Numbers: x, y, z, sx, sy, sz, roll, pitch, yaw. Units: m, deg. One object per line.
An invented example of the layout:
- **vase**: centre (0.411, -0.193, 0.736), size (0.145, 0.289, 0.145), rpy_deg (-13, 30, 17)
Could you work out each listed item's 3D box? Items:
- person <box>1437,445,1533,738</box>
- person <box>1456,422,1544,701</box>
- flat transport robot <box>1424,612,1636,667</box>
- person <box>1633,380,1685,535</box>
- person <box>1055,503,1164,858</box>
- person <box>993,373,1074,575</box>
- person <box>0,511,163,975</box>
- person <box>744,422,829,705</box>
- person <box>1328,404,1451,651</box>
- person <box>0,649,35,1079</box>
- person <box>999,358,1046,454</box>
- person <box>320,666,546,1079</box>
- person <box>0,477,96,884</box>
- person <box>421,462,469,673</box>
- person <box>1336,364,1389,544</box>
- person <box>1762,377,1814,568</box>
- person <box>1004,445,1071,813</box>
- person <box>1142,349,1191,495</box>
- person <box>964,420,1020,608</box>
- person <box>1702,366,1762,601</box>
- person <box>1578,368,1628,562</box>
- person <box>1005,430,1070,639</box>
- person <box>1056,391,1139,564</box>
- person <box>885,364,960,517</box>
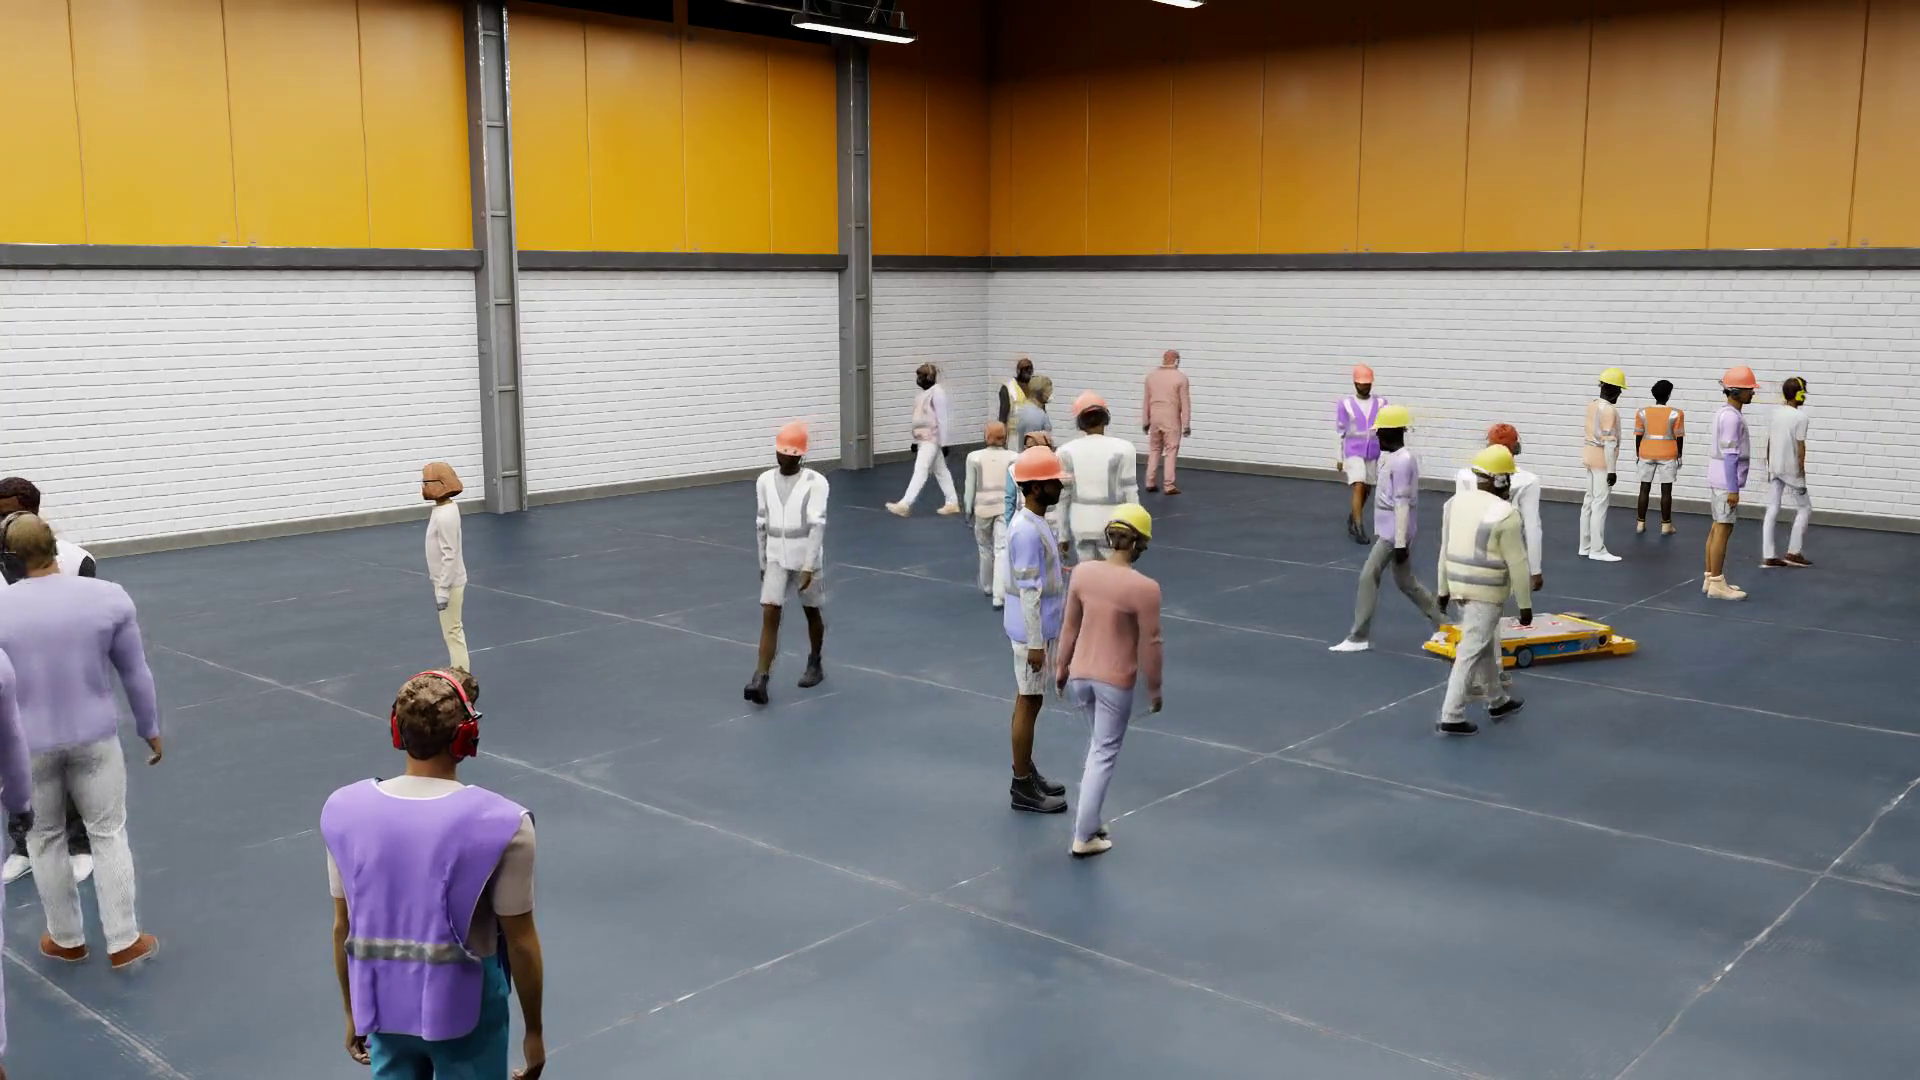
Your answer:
- **person**: centre (3.306, 0.311, 10.275), size (0.875, 1.790, 0.624), rpy_deg (-4, 10, -22)
- **person**: centre (3.628, 0.138, 11.169), size (0.787, 1.843, 0.589), rpy_deg (-7, 11, -36)
- **flat transport robot**: centre (4.246, 0.734, 12.391), size (1.431, 0.197, 0.652), rpy_deg (-4, 10, -23)
- **person**: centre (7.655, -0.906, 18.227), size (0.535, 1.697, 0.318), rpy_deg (6, 11, 35)
- **person**: centre (0.742, 0.684, 8.117), size (0.549, 1.720, 0.546), rpy_deg (9, 12, 43)
- **person**: centre (0.662, -0.605, 15.631), size (0.787, 1.921, 0.634), rpy_deg (1, 9, 8)
- **person**: centre (-3.612, 0.828, 6.734), size (0.729, 1.903, 0.529), rpy_deg (-6, 11, -34)
- **person**: centre (-1.140, 0.141, 11.116), size (0.547, 1.864, 1.059), rpy_deg (3, 9, 17)
- **person**: centre (3.309, -0.075, 12.478), size (0.953, 1.891, 0.589), rpy_deg (2, 9, 14)
- **person**: centre (-3.612, 0.983, 5.825), size (0.665, 1.862, 0.894), rpy_deg (-6, 11, -34)
- **person**: centre (0.782, -1.402, 21.039), size (0.641, 1.799, 0.963), rpy_deg (-2, 9, -14)
- **person**: centre (-1.353, 1.243, 4.303), size (0.567, 1.839, 0.385), rpy_deg (1, 9, 9)
- **person**: centre (-4.300, 0.650, 7.759), size (0.597, 1.916, 0.371), rpy_deg (0, 9, -1)
- **person**: centre (-3.350, 0.304, 10.823), size (0.280, 1.633, 0.502), rpy_deg (-3, 10, -18)
- **person**: centre (4.300, -0.943, 17.840), size (0.543, 1.904, 0.917), rpy_deg (-1, 9, -6)
- **person**: centre (8.070, -0.648, 16.109), size (0.645, 1.851, 0.546), rpy_deg (-3, 10, -20)
- **person**: centre (0.409, 0.467, 8.838), size (0.351, 1.942, 0.545), rpy_deg (1, 9, 3)
- **person**: centre (2.694, -1.530, 21.579), size (0.680, 1.885, 0.426), rpy_deg (8, 12, 41)
- **person**: centre (0.313, -0.238, 14.348), size (0.542, 1.584, 0.880), rpy_deg (0, 9, 2)
- **person**: centre (6.768, -0.502, 14.601), size (0.377, 2.045, 0.605), rpy_deg (3, 9, 18)
- **person**: centre (6.405, -0.751, 16.558), size (0.380, 1.917, 0.585), rpy_deg (0, 9, 0)
- **person**: centre (0.603, -0.044, 13.001), size (0.514, 1.636, 0.315), rpy_deg (2, 9, 14)
- **person**: centre (0.978, -0.064, 11.989), size (0.661, 2.000, 0.662), rpy_deg (4, 10, 24)
- **person**: centre (-0.418, -1.164, 19.536), size (0.976, 1.790, 0.651), rpy_deg (-3, 10, -19)
